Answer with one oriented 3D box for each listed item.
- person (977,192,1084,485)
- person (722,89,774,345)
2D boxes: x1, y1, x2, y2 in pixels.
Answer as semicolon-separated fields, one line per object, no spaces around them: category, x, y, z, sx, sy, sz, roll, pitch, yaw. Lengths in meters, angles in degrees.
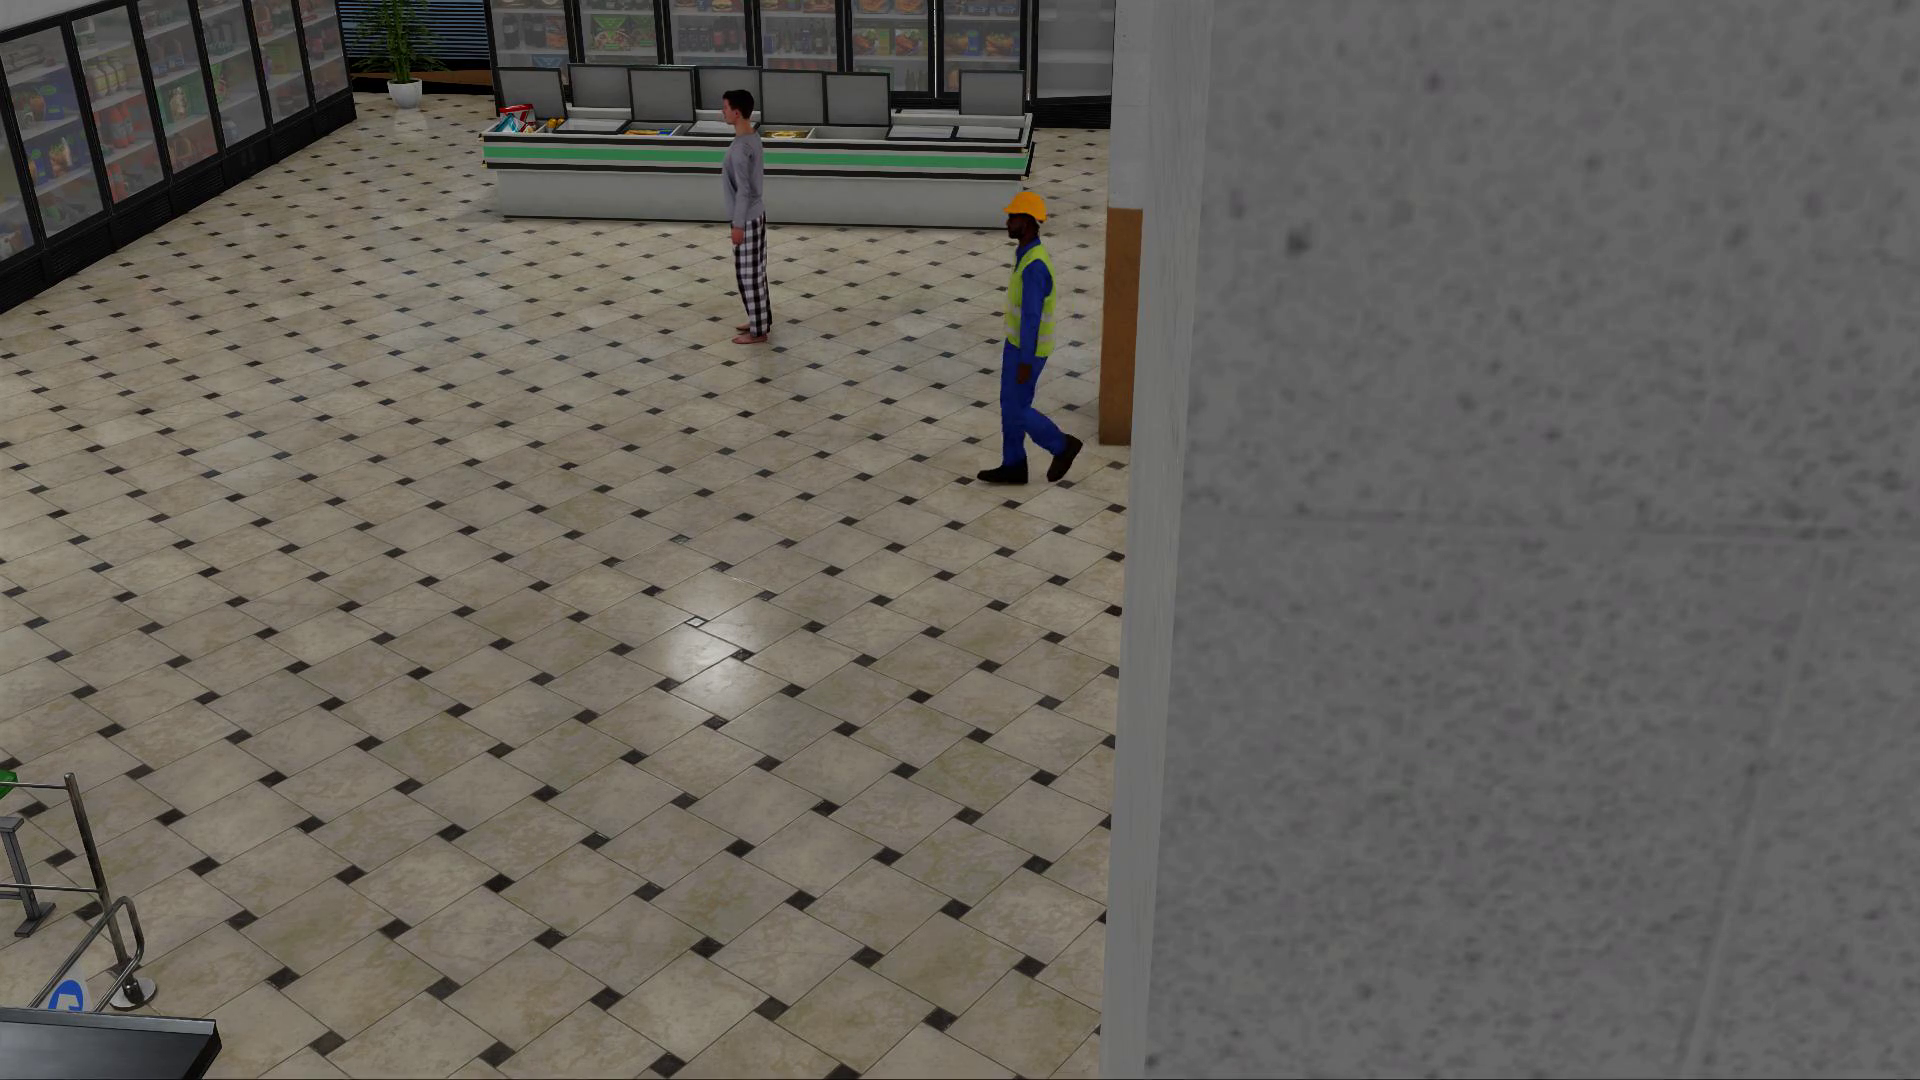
person;0.456;-1.148;9.830;0.924;1.804;0.771;-3;27;-6
person;-1.557;-2.365;12.182;0.530;1.847;0.629;1;27;2
